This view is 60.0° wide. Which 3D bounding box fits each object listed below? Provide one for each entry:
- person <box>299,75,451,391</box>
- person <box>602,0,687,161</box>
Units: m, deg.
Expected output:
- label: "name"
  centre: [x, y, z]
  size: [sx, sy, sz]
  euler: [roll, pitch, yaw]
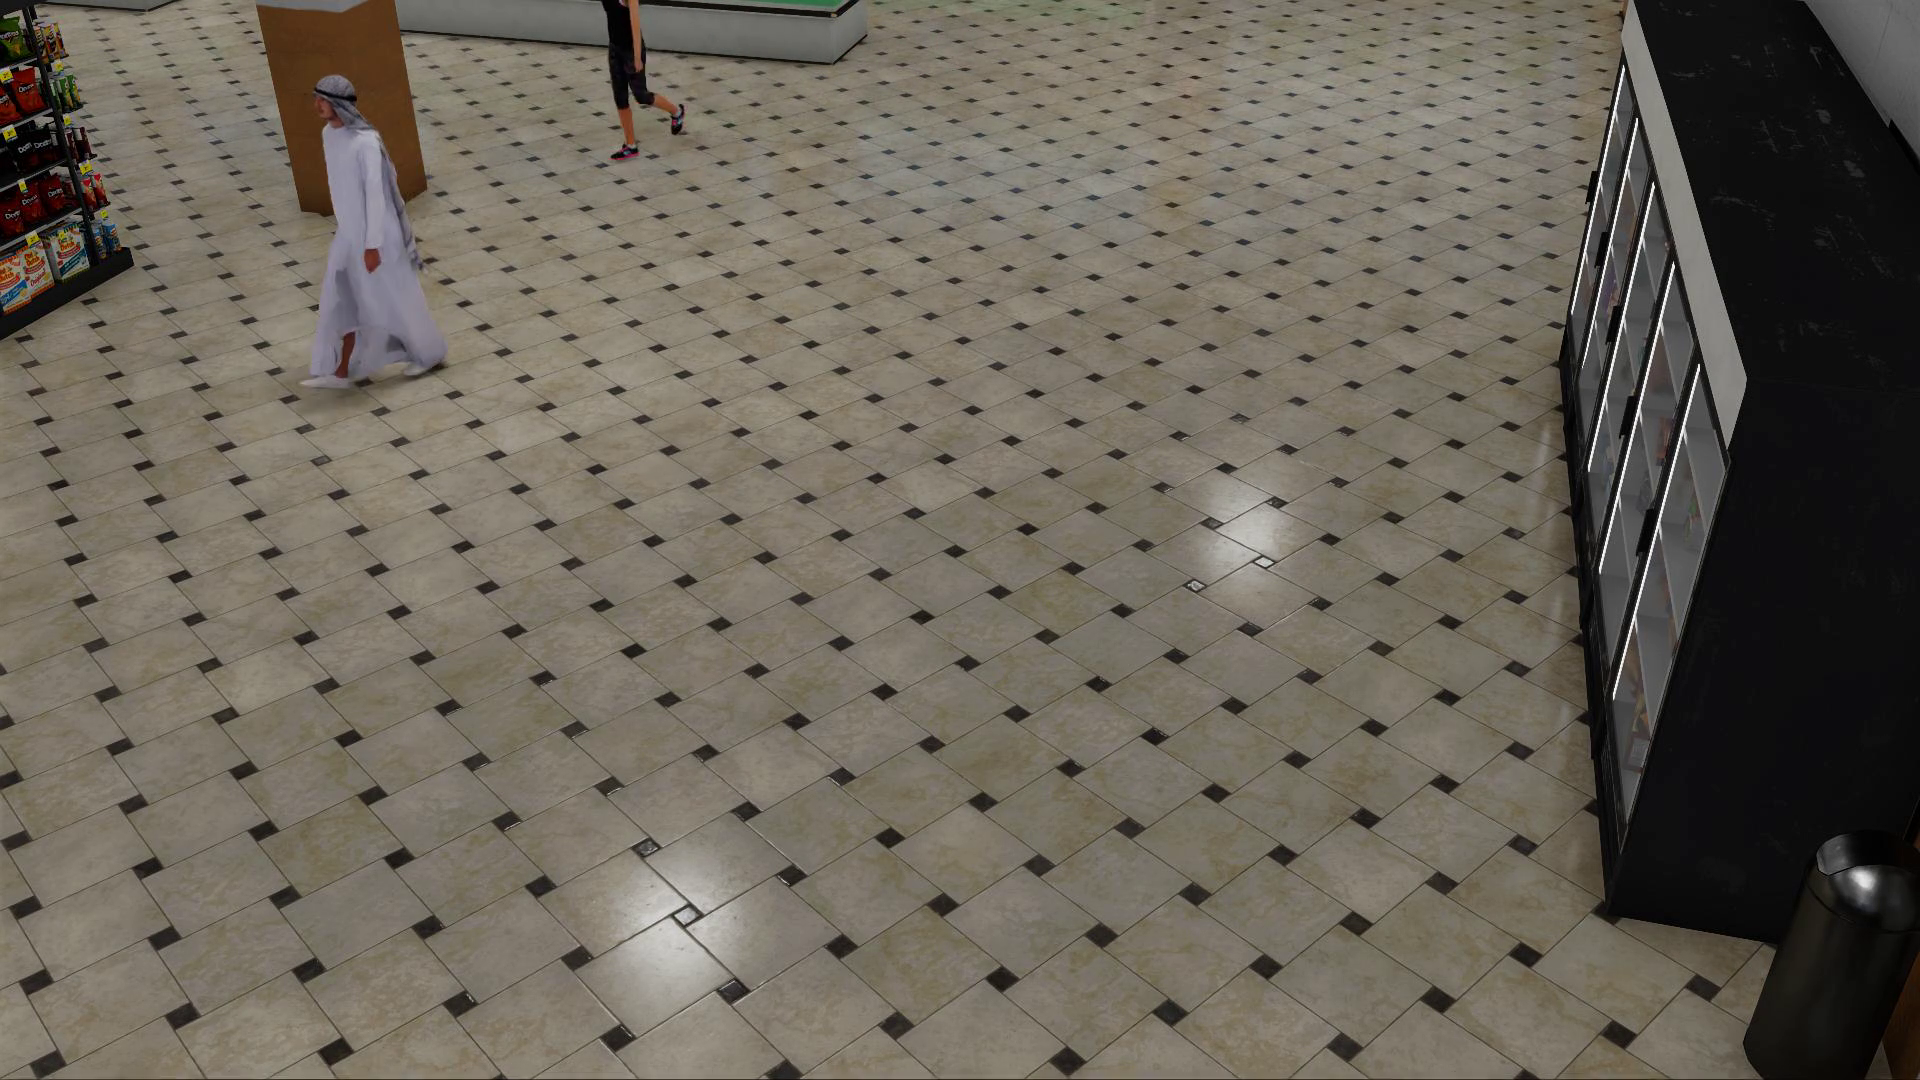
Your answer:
- label: "person"
  centre: [-3.432, -1.824, 9.904]
  size: [1.241, 1.888, 1.086]
  euler: [22, 38, 31]
- label: "person"
  centre: [-2.622, -3.978, 13.540]
  size: [0.943, 1.703, 0.991]
  euler: [-26, 40, -35]
